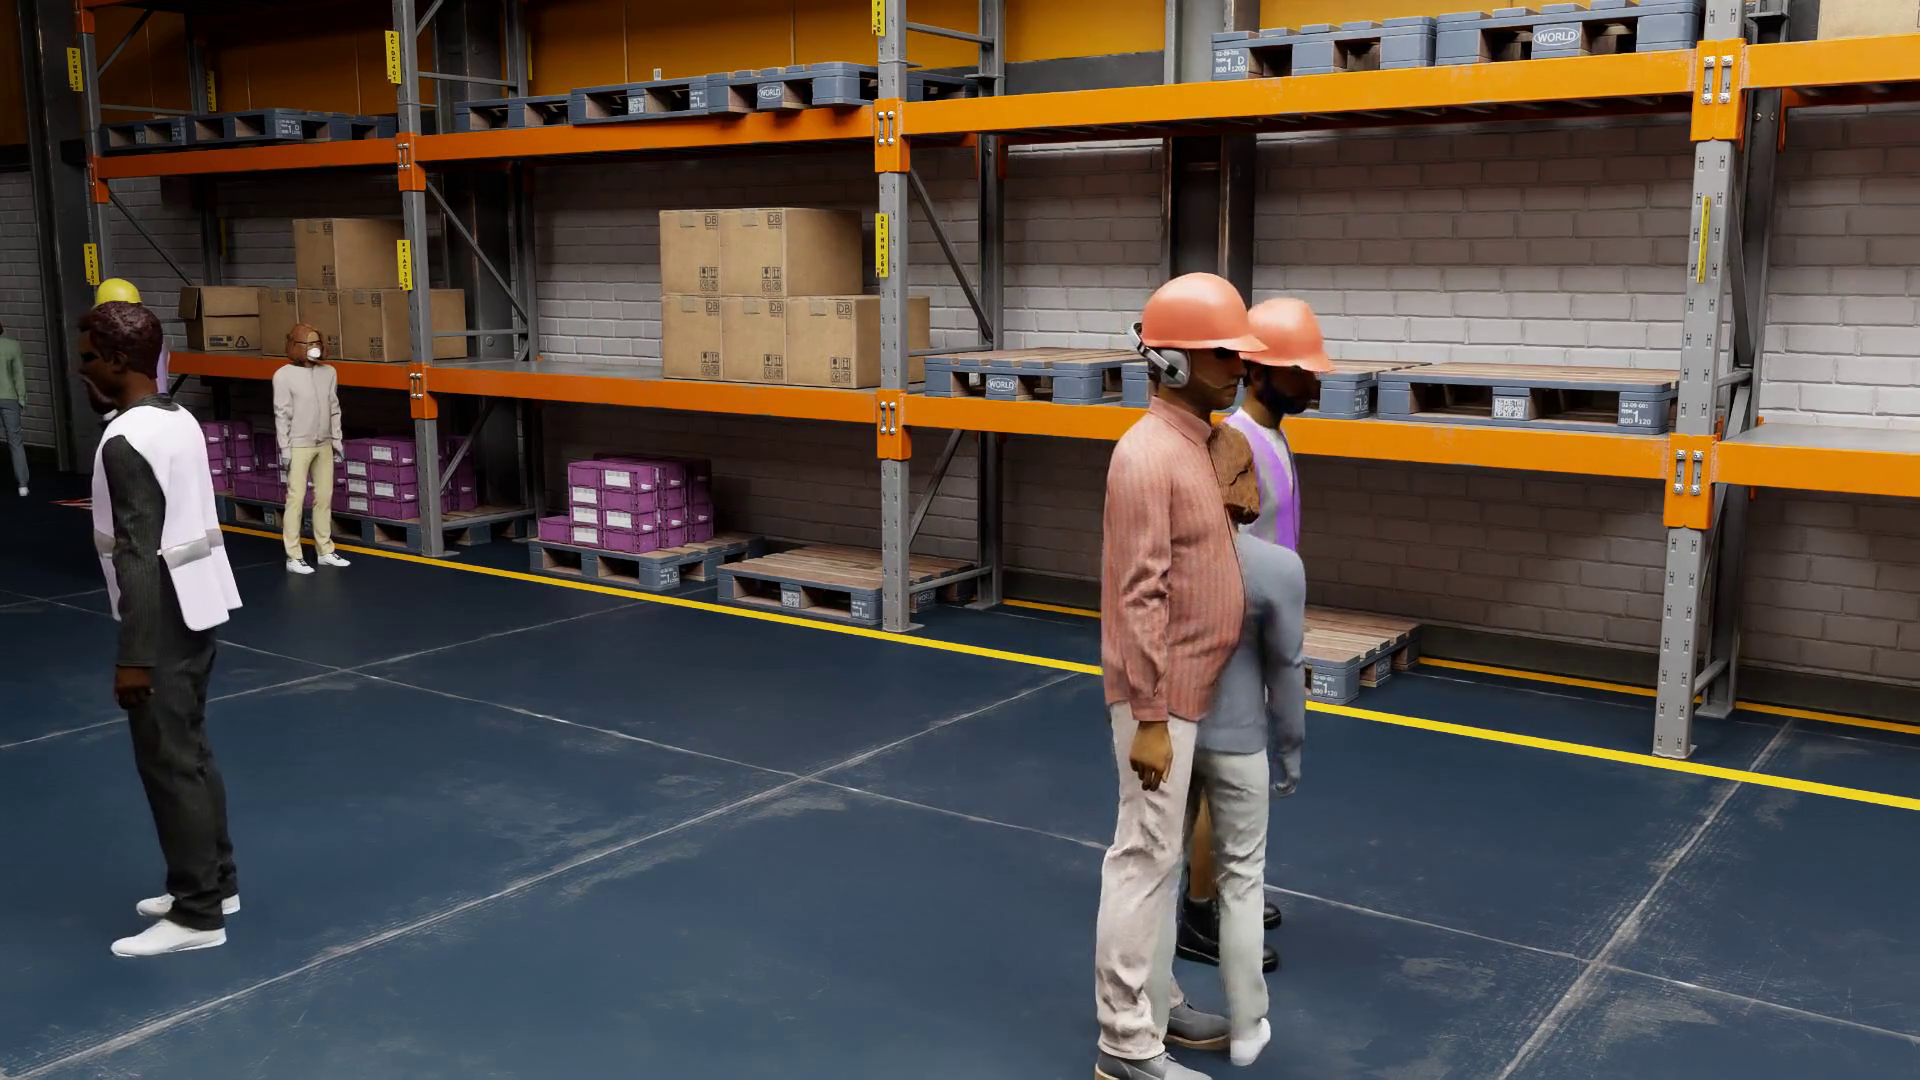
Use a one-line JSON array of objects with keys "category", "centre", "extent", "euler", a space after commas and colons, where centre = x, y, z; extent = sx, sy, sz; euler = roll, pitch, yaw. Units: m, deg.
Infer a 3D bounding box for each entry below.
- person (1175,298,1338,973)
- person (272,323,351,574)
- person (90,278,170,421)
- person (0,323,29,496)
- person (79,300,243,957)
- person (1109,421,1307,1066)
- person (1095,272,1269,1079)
[{"category": "person", "centre": [0.842, 0.273, 4.783], "extent": [0.448, 1.920, 0.548], "euler": [4, 10, 23]}, {"category": "person", "centre": [-4.232, -0.597, 10.839], "extent": [0.285, 1.626, 0.495], "euler": [5, 11, 26]}, {"category": "person", "centre": [-5.014, -0.620, 10.101], "extent": [0.397, 1.918, 0.588], "euler": [1, 10, 7]}, {"category": "person", "centre": [-8.241, -1.167, 14.198], "extent": [0.498, 1.633, 0.284], "euler": [-9, 13, -41]}, {"category": "person", "centre": [-2.334, 0.258, 4.905], "extent": [0.391, 1.910, 0.606], "euler": [-2, 10, -13]}, {"category": "person", "centre": [0.617, 0.516, 4.186], "extent": [0.502, 1.632, 0.310], "euler": [3, 10, 18]}, {"category": "person", "centre": [0.532, 0.355, 4.059], "extent": [0.397, 1.992, 0.622], "euler": [3, 10, 19]}]
